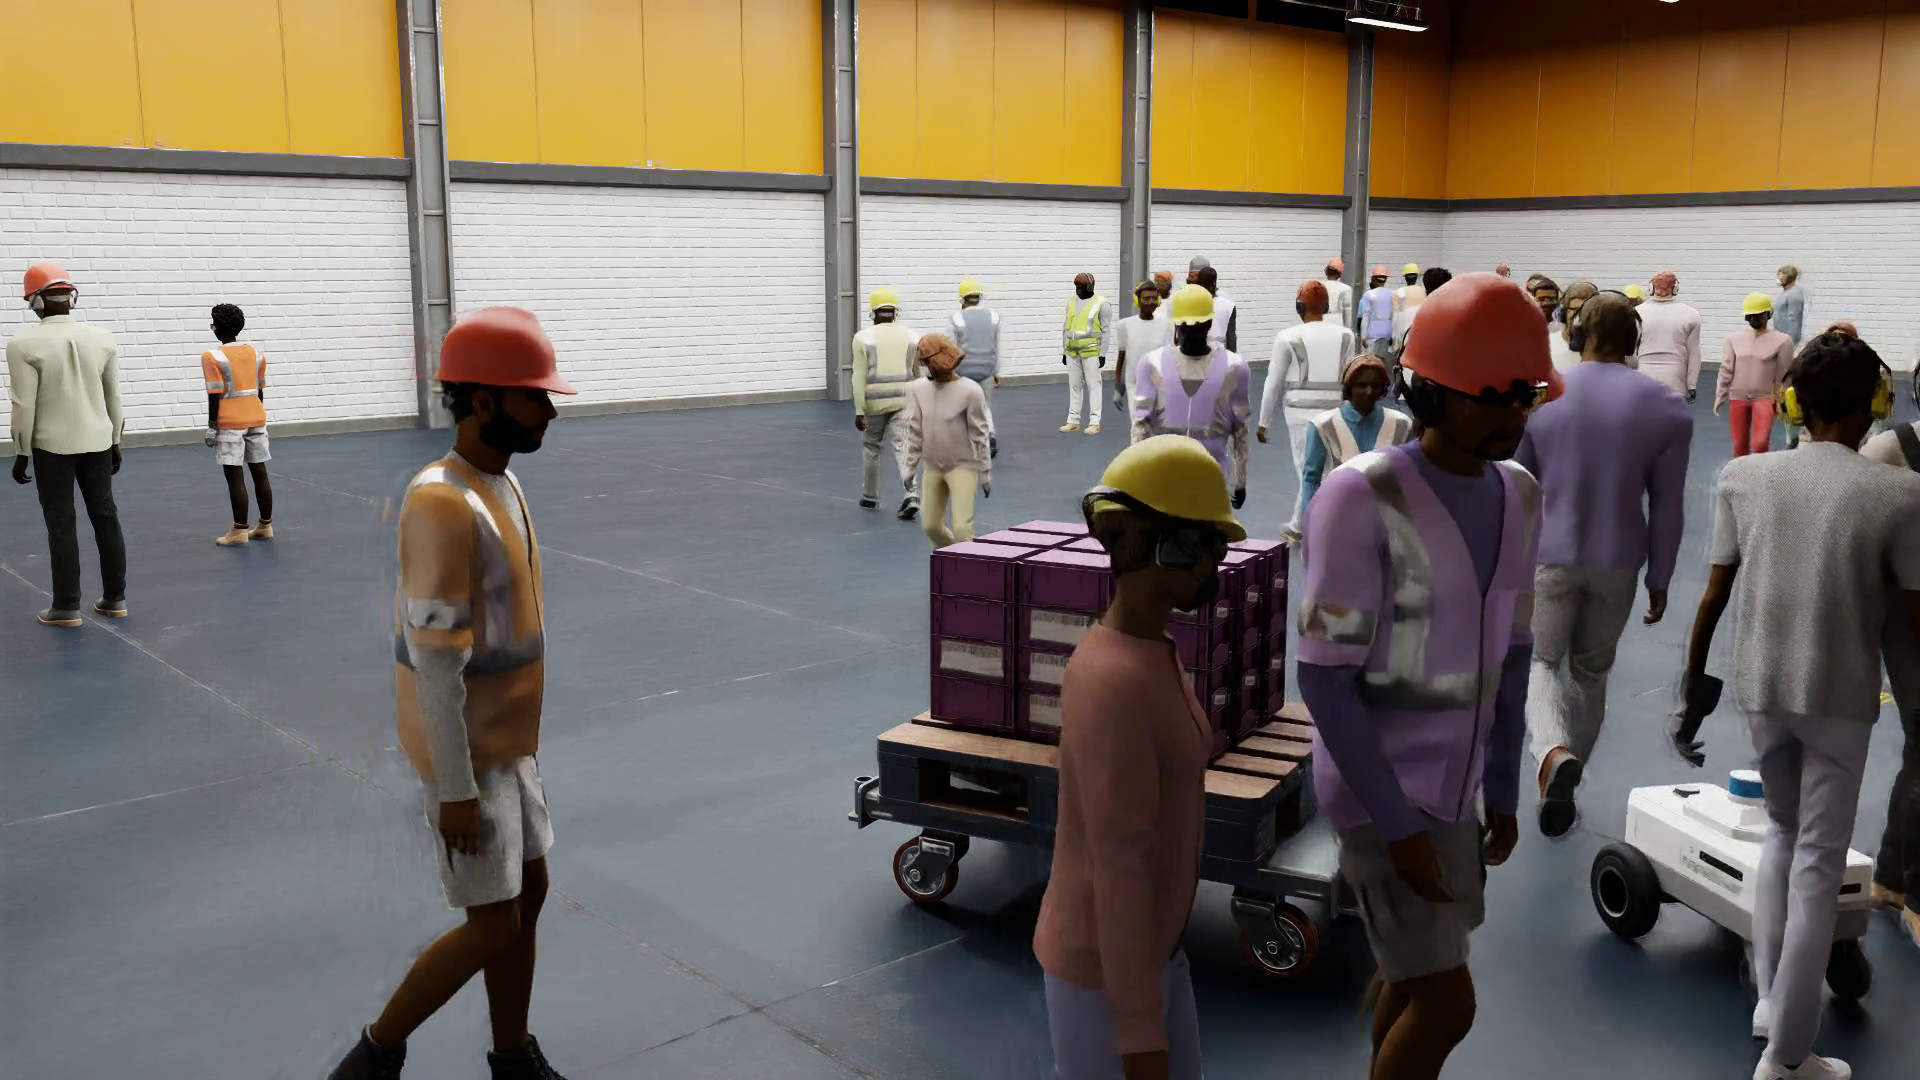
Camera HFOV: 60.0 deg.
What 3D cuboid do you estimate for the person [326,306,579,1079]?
[{"bbox_3d":[-1.110,0.441,3.724,0.558,1.919,0.571,0,10,-2],"label":"person"}]

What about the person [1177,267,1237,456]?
[{"bbox_3d":[2.463,-1.762,16.628,0.587,1.915,0.394,1,10,7],"label":"person"}]

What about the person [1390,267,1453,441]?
[{"bbox_3d":[4.083,-1.360,14.222,0.960,1.917,0.636,-5,11,-26],"label":"person"}]

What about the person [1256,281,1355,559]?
[{"bbox_3d":[2.301,-0.814,11.242,0.609,1.846,0.914,-3,10,-17],"label":"person"}]

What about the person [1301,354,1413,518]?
[{"bbox_3d":[1.799,-0.060,7.609,0.527,1.590,0.877,0,10,0],"label":"person"}]

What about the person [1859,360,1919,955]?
[{"bbox_3d":[2.880,0.309,4.805,0.509,1.815,0.635,-2,10,-13],"label":"person"}]

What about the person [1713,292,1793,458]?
[{"bbox_3d":[6.341,-1.106,13.313,0.521,1.740,0.428,8,13,41],"label":"person"}]

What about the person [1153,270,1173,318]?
[{"bbox_3d":[2.331,-2.145,19.018,0.570,1.869,0.463,7,12,37],"label":"person"}]

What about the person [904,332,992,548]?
[{"bbox_3d":[-0.012,-0.393,9.508,0.550,1.598,0.559,7,12,35],"label":"person"}]

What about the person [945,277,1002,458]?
[{"bbox_3d":[0.132,-1.646,16.223,0.613,1.818,0.507,-4,10,-21],"label":"person"}]

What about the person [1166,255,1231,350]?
[{"bbox_3d":[2.489,-1.962,17.424,0.689,2.000,0.537,0,10,3],"label":"person"}]

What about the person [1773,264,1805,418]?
[{"bbox_3d":[10.331,-2.457,20.652,0.623,1.927,0.630,2,10,10],"label":"person"}]

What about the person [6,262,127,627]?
[{"bbox_3d":[-4.903,-0.519,9.139,0.392,1.986,0.609,6,11,32],"label":"person"}]

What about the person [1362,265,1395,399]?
[{"bbox_3d":[5.902,-2.893,23.308,0.550,1.905,0.664,-3,10,-15],"label":"person"}]

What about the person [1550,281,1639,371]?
[{"bbox_3d":[3.263,-0.428,8.892,0.648,1.883,1.045,2,10,14],"label":"person"}]

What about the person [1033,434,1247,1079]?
[{"bbox_3d":[0.272,0.698,2.773,0.363,1.727,0.596,3,10,16],"label":"person"}]

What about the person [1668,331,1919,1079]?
[{"bbox_3d":[2.068,0.427,4.030,0.504,1.835,0.656,-8,13,-40],"label":"person"}]

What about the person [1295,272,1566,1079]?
[{"bbox_3d":[0.890,0.487,3.254,0.651,1.990,0.574,-8,12,-38],"label":"person"}]

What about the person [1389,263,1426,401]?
[{"bbox_3d":[6.286,-2.898,23.258,0.585,1.920,0.383,-2,10,-10],"label":"person"}]

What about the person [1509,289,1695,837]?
[{"bbox_3d":[2.148,0.106,5.704,0.667,1.906,0.750,2,10,14],"label":"person"}]

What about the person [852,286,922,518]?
[{"bbox_3d":[-0.548,-1.067,12.923,0.604,1.796,0.901,-4,10,-22],"label":"person"}]

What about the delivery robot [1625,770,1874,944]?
[{"bbox_3d":[2.231,0.900,4.739,0.477,0.478,0.707,-2,10,-13],"label":"delivery robot"}]

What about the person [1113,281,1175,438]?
[{"bbox_3d":[1.607,-1.312,14.302,0.538,1.817,0.993,-1,10,-4],"label":"person"}]

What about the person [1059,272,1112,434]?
[{"bbox_3d":[1.416,-2.127,18.998,0.620,1.837,0.429,8,12,38],"label":"person"}]

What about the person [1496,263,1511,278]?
[{"bbox_3d":[8.444,-3.348,25.922,0.642,1.913,0.409,10,14,44],"label":"person"}]

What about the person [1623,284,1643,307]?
[{"bbox_3d":[7.622,-2.049,18.884,0.488,1.717,0.790,6,11,32],"label":"person"}]

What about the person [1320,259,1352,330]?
[{"bbox_3d":[5.443,-3.139,24.497,0.627,1.972,1.087,3,10,15],"label":"person"}]

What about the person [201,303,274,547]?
[{"bbox_3d":[-5.057,-0.801,11.632,0.322,1.697,0.535,4,10,21],"label":"person"}]

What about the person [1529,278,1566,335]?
[{"bbox_3d":[4.381,-1.033,12.544,0.554,1.846,0.767,2,10,14],"label":"person"}]

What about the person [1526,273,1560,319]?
[{"bbox_3d":[6.638,-2.160,19.182,0.559,1.836,0.563,7,12,35],"label":"person"}]

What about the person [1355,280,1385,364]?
[{"bbox_3d":[6.409,-3.209,25.763,0.541,1.685,0.419,1,10,6],"label":"person"}]

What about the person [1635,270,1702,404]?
[{"bbox_3d":[5.941,-1.332,14.142,0.638,1.906,0.407,4,11,24],"label":"person"}]

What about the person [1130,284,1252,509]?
[{"bbox_3d":[1.164,-0.346,8.452,0.595,1.864,0.972,2,10,14],"label":"person"}]

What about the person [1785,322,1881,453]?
[{"bbox_3d":[5.531,-0.575,10.561,0.543,1.593,0.851,5,11,27],"label":"person"}]
